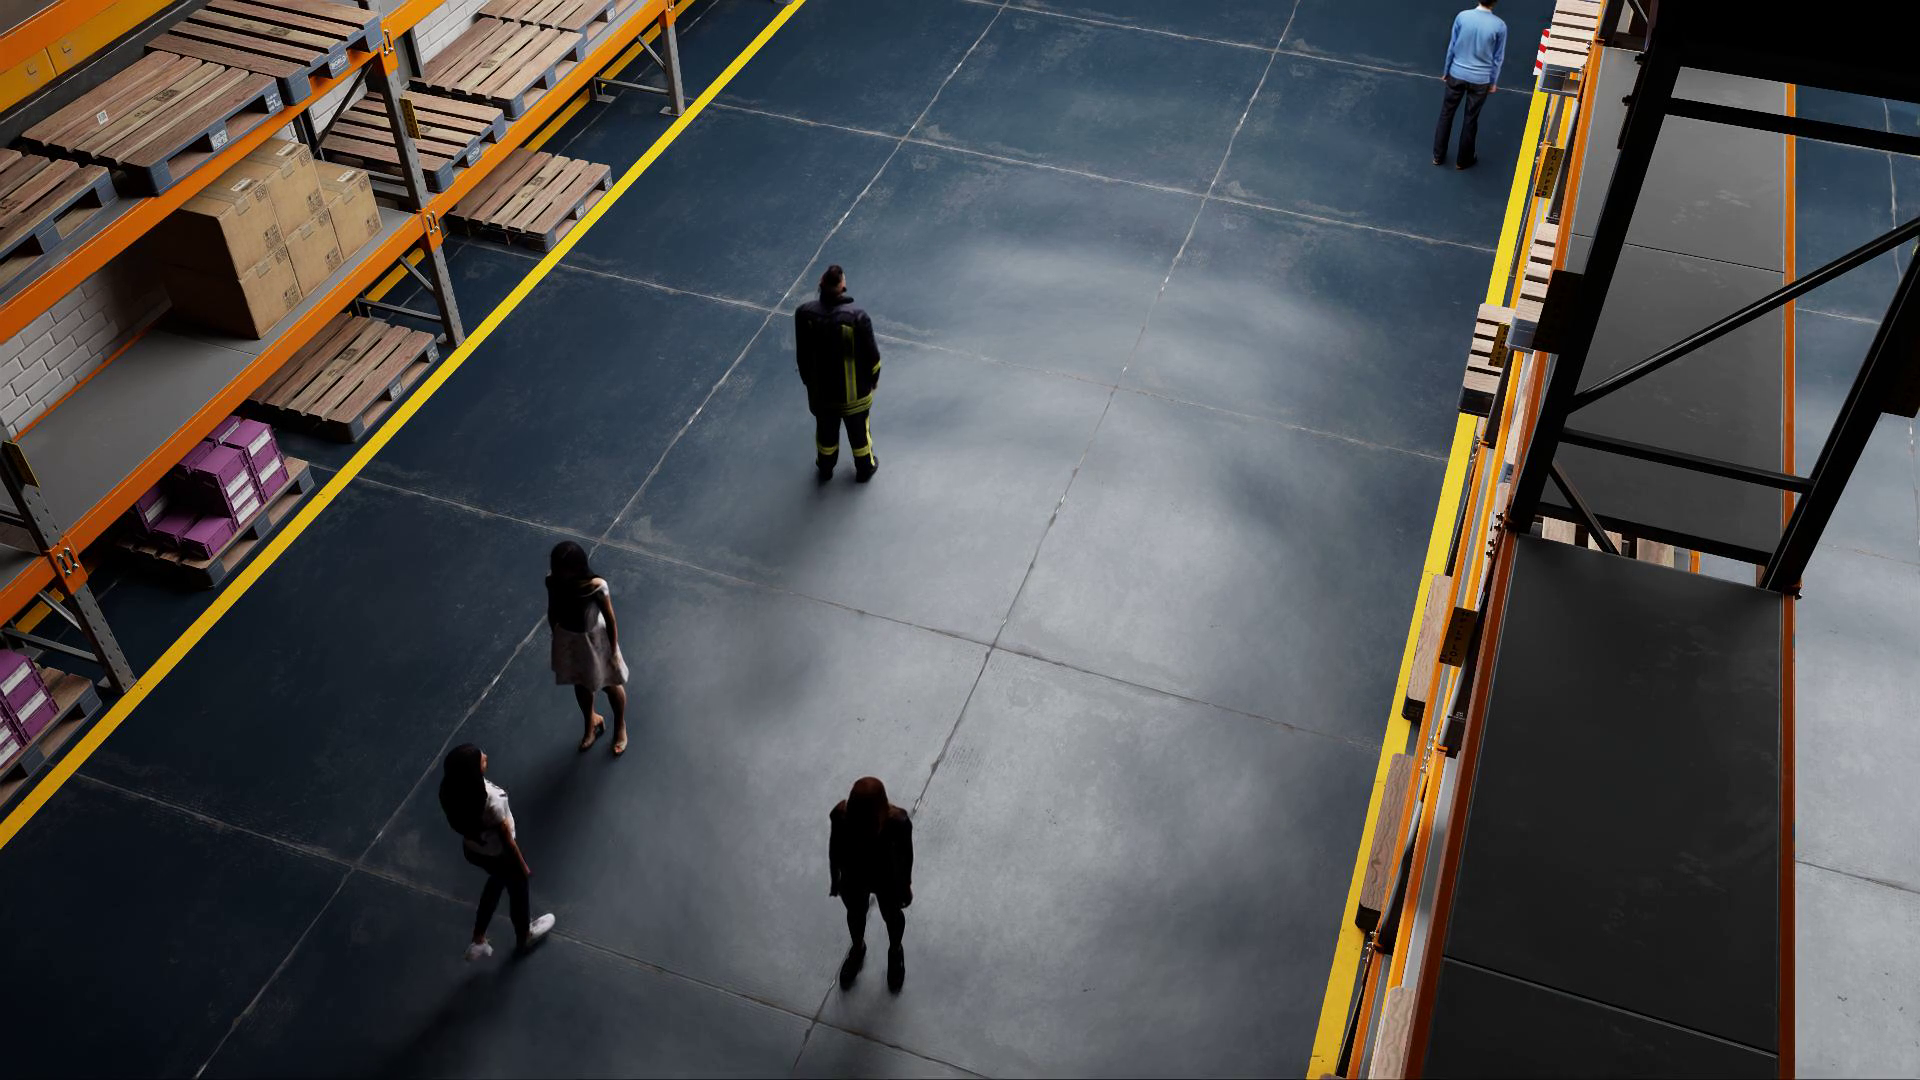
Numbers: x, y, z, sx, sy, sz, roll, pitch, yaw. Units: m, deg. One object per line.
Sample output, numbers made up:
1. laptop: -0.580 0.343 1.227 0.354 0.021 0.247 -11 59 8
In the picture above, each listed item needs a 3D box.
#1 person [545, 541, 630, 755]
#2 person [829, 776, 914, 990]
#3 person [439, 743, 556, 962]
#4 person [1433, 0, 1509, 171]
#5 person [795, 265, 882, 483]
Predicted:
1. person: -2.248 0.651 10.041 0.663 1.773 0.650 10 45 11
2. person: -0.464 1.790 8.895 0.644 1.705 0.583 6 44 6
3. person: -2.563 1.733 8.913 0.727 1.763 0.866 27 50 25
4. person: 4.649 -4.248 15.150 0.692 1.820 0.625 22 48 21
5. person: -0.876 -1.197 11.916 0.810 1.862 0.757 6 44 6
